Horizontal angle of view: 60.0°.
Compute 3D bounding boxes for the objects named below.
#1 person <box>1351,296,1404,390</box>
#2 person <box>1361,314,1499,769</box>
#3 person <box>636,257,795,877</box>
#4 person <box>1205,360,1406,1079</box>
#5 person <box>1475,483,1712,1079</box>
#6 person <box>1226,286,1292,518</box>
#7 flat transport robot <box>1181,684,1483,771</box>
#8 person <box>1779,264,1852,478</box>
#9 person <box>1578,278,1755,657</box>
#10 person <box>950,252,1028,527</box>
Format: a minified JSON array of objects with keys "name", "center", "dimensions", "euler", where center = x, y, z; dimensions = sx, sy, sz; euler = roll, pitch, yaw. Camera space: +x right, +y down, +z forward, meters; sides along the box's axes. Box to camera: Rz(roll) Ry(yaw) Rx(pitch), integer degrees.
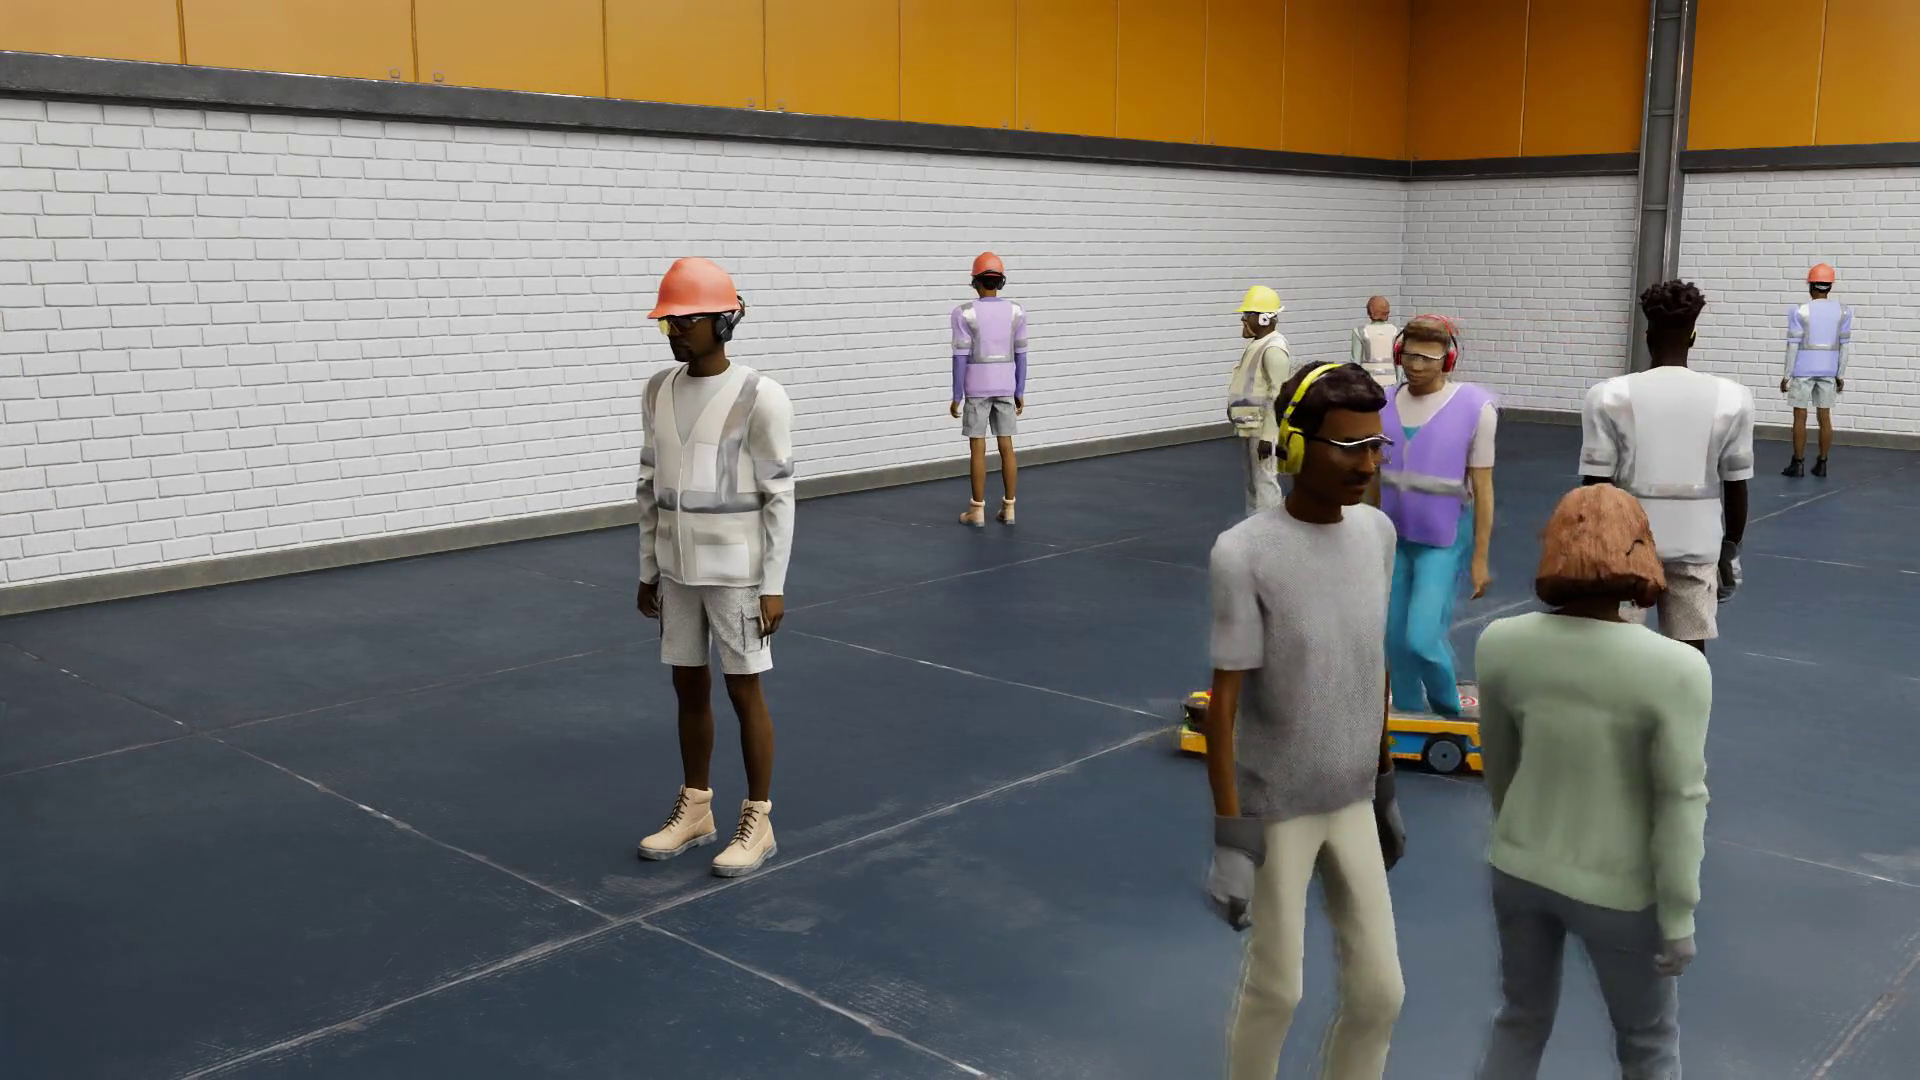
[{"name":"person","center":[3.827,-1.418,15.296],"dimensions":[0.511,1.641,0.307],"euler":[-1,10,-6]},{"name":"person","center":[1.809,0.031,6.529],"dimensions":[0.446,1.820,0.616],"euler":[-8,13,-38]},{"name":"person","center":[-0.842,0.096,5.527],"dimensions":[0.614,2.042,0.373],"euler":[6,12,30]},{"name":"person","center":[0.751,0.573,3.362],"dimensions":[0.587,1.845,0.508],"euler":[-6,11,-30]},{"name":"person","center":[1.266,0.689,3.361],"dimensions":[0.340,1.622,0.498],"euler":[-9,14,-43]},{"name":"person","center":[1.938,-0.729,10.823],"dimensions":[0.403,1.833,0.591],"euler":[-1,10,-4]},{"name":"flat transport robot","center":[1.667,0.738,6.917],"dimensions":[1.431,0.197,0.652],"euler":[2,10,12]},{"name":"person","center":[7.744,-1.523,15.090],"dimensions":[0.562,1.933,0.425],"euler":[1,10,4]},{"name":"person","center":[2.580,0.024,6.156],"dimensions":[0.614,1.962,0.366],"euler":[2,10,10]},{"name":"person","center":[0.204,-1.118,12.444],"dimensions":[0.605,2.044,0.374],"euler":[-4,11,-21]}]
